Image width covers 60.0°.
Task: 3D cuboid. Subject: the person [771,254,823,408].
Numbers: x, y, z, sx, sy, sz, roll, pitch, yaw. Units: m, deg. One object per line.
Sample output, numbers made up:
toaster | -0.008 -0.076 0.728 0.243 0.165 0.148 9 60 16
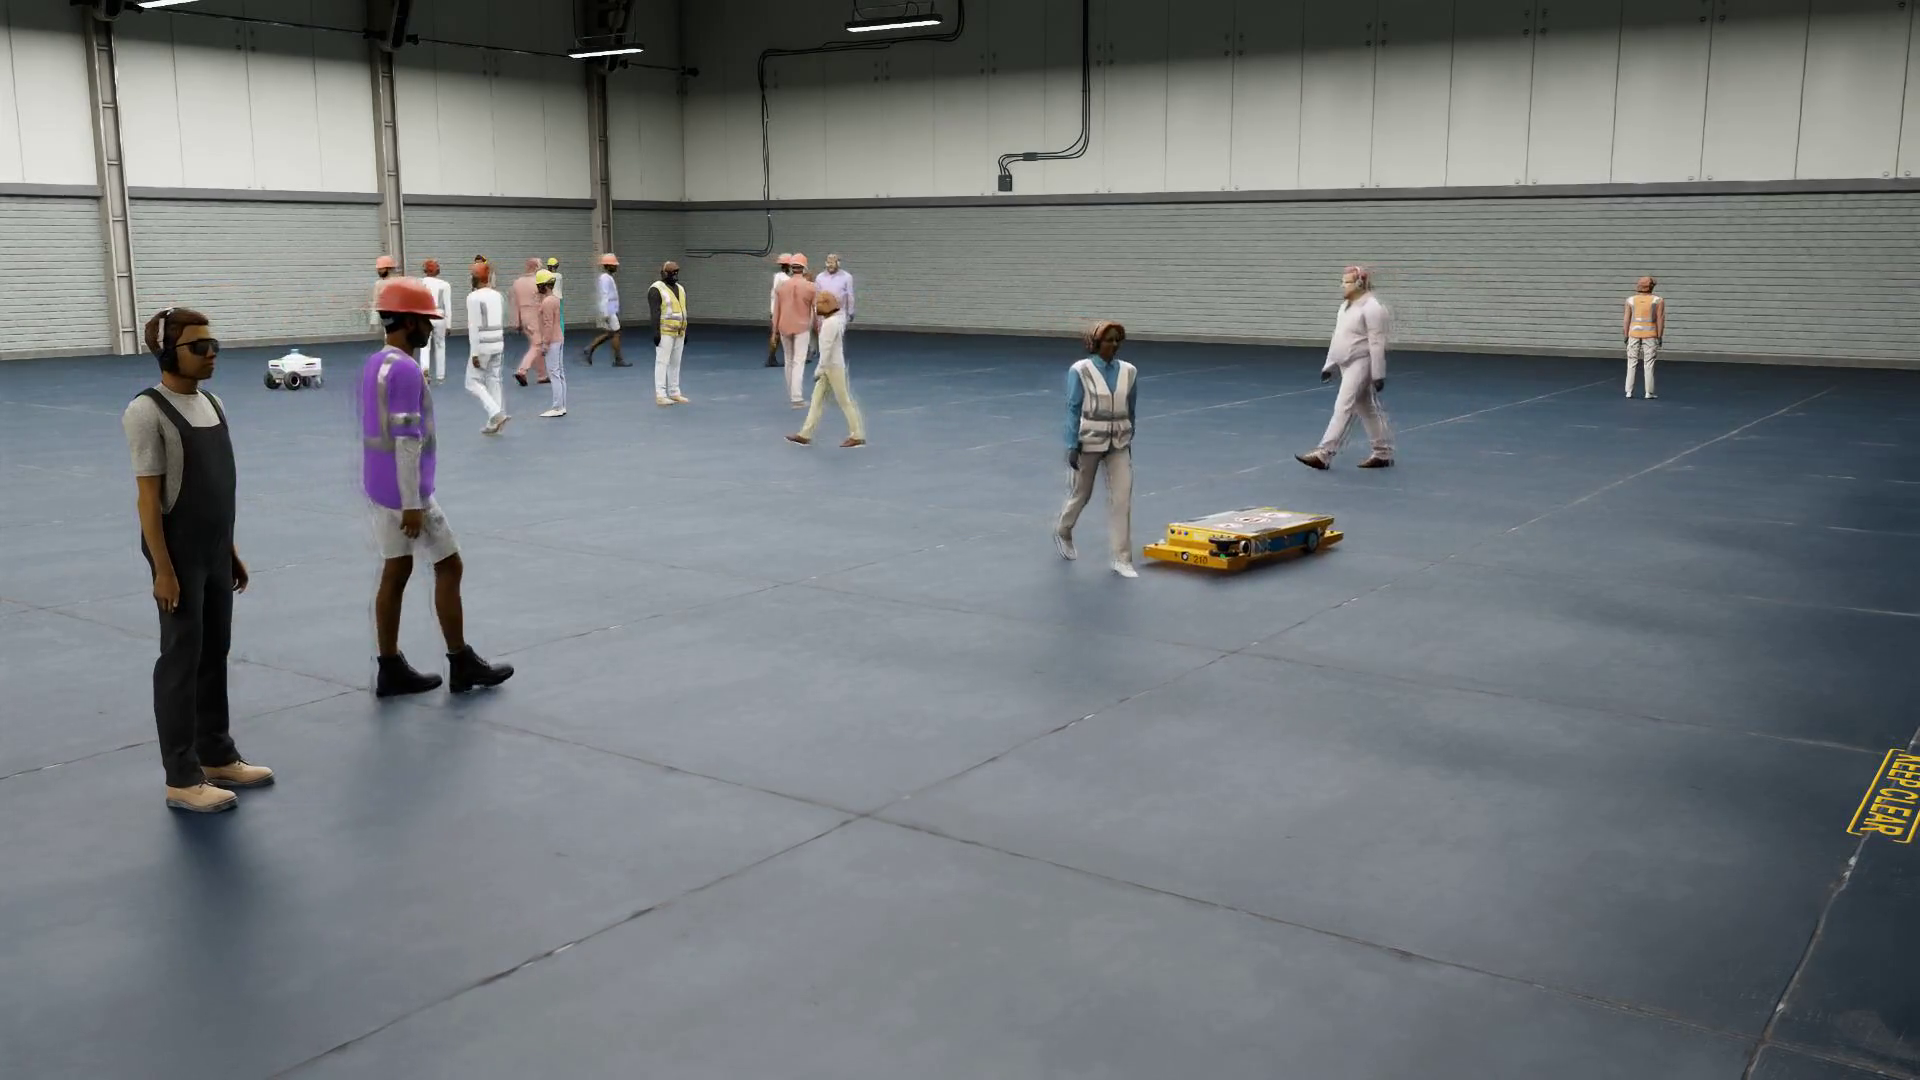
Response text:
person | -2.052 -2.662 21.237 0.649 1.936 0.864 2 10 13

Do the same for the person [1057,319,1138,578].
person | 0.875 -0.603 10.591 0.517 1.615 0.800 -4 11 -22

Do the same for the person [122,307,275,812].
person | -2.824 0.069 6.153 0.345 1.847 0.507 1 10 5

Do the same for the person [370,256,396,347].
person | -8.651 -3.332 25.104 0.563 1.880 1.009 6 12 30

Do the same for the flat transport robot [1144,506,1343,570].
flat transport robot | 1.916 -0.031 11.118 0.652 0.197 1.431 9 14 42

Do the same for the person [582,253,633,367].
person | -5.962 -3.860 27.972 0.776 1.913 0.552 -1 10 -8

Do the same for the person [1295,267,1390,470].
person | 3.556 -1.563 15.248 1.000 1.854 0.642 -1 10 -8

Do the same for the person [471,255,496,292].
person | -8.868 -4.368 30.972 0.515 1.863 0.314 1 10 6

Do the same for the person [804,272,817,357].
person | -2.809 -4.108 30.255 0.520 1.586 0.876 4 11 24

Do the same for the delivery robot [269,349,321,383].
delivery robot | -9.516 -2.485 23.808 0.477 0.478 0.707 5 12 28

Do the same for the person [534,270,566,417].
person | -4.926 -2.353 19.961 0.327 1.761 0.522 0 10 0

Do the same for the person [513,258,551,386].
person | -6.263 -3.197 24.376 0.643 1.876 0.893 7 12 33

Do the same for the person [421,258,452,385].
person | -7.698 -3.167 24.239 0.580 1.864 0.753 -2 10 -11

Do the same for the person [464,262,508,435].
person | -5.089 -2.040 17.887 0.446 1.873 0.574 4 11 23

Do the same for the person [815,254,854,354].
person | -2.126 -3.839 27.901 0.655 1.889 0.462 2 10 10

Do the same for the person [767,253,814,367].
person | -2.841 -3.851 27.960 0.939 1.891 0.563 -4 11 -21

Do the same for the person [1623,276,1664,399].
person | 9.134 -2.702 22.252 0.514 1.637 0.315 7 12 36

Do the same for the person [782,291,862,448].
person | -1.382 -1.712 16.841 0.826 1.589 0.505 -3 10 -14

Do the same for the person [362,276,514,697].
person | -2.442 -0.242 7.663 0.637 1.922 0.572 -7 12 -34

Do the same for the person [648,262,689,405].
person | -3.743 -2.670 21.511 0.429 1.839 0.634 6 12 29

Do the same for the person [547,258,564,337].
person | -8.586 -5.077 35.200 0.311 1.769 0.525 3 10 15
